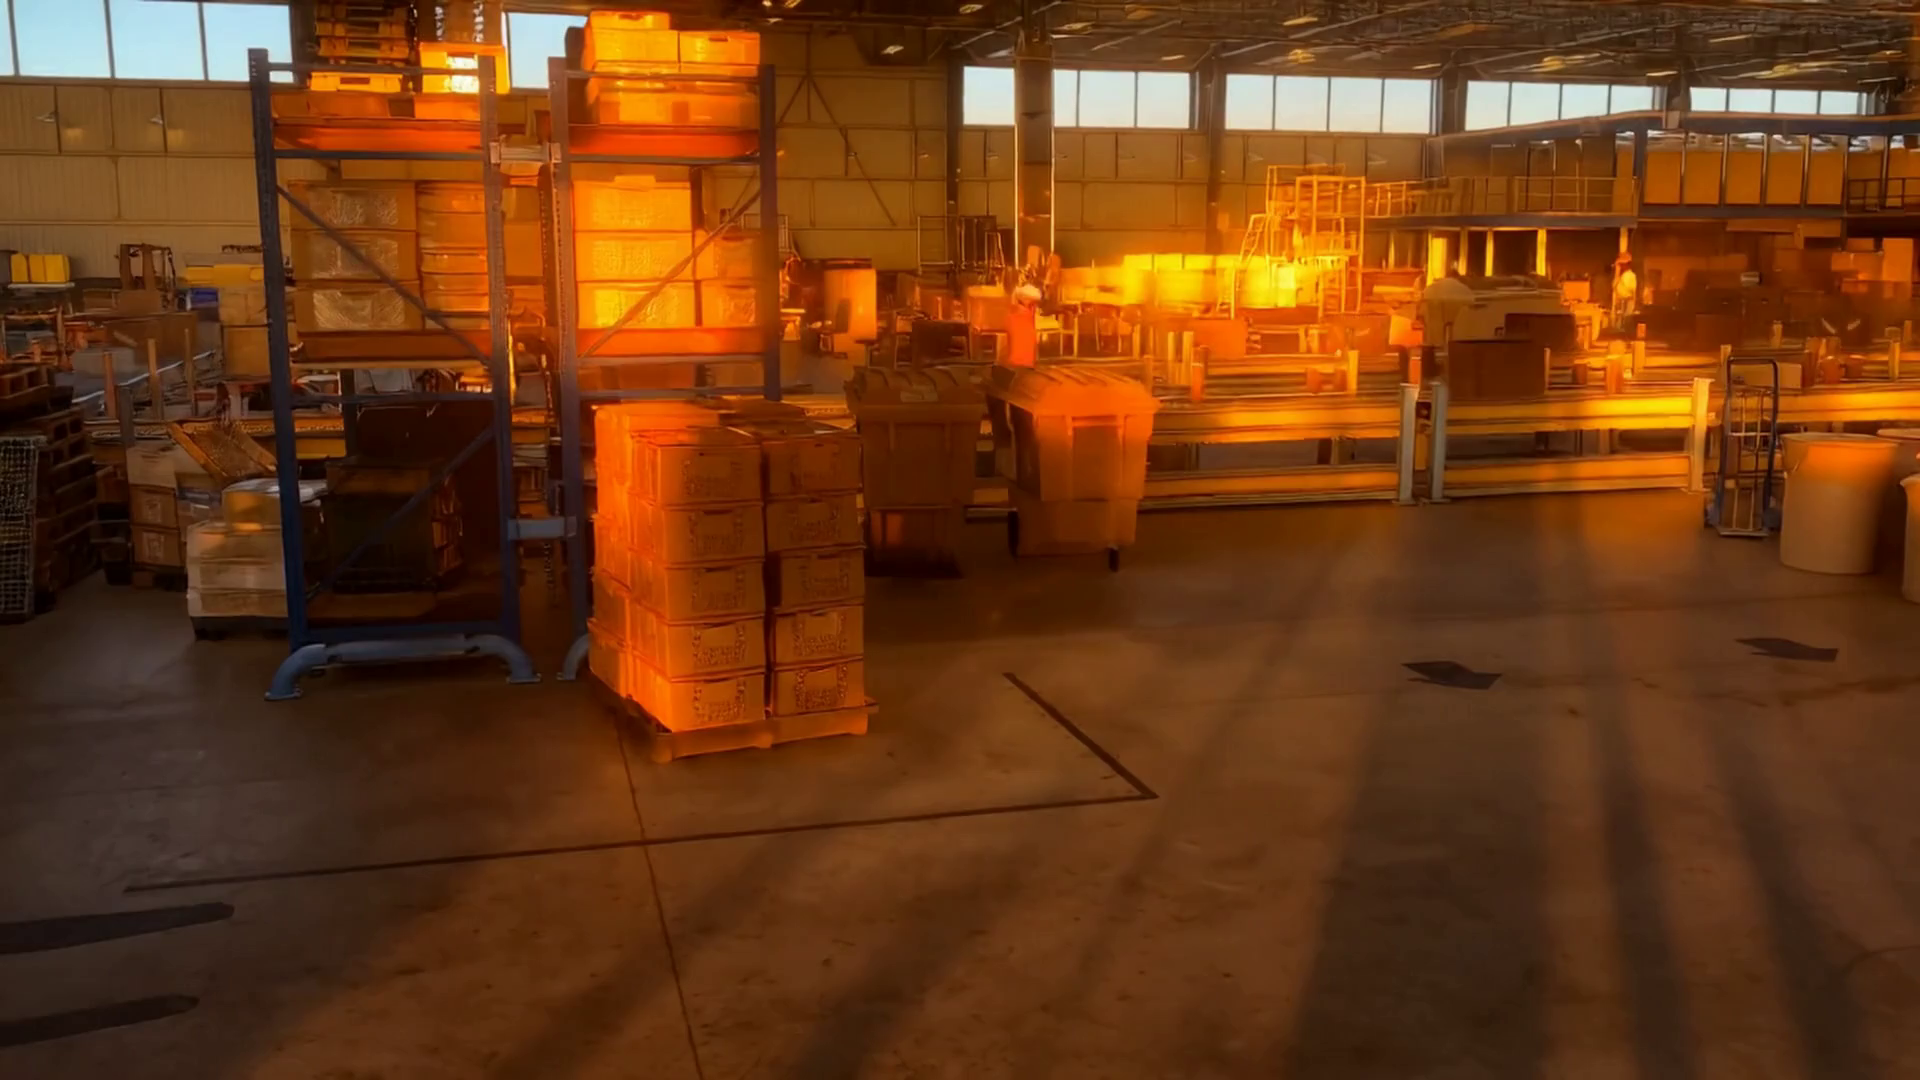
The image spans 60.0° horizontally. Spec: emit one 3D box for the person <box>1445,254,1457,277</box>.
[{"bbox_3d":[15.905,-8.303,53.819,0.567,1.879,0.353,-8,13,-40],"label":"person"}]

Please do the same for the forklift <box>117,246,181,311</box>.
[{"bbox_3d":[-19.966,-6.232,40.894,1.157,1.987,2.680,-3,10,-15],"label":"forklift"}]

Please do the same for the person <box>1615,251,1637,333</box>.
[{"bbox_3d":[11.546,-3.993,28.946,0.378,2.040,0.607,4,11,23],"label":"person"}]

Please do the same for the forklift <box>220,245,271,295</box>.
[{"bbox_3d":[-17.749,-6.334,41.440,1.157,1.987,2.680,-3,10,-17],"label":"forklift"}]

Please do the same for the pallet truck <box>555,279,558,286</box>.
[{"bbox_3d":[-10.604,-6.375,44.520,0.653,1.274,1.630,-3,10,-15],"label":"pallet truck"}]

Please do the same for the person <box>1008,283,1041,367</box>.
[{"bbox_3d":[0.585,-1.838,17.601,0.580,1.747,0.539,0,10,0],"label":"person"}]
